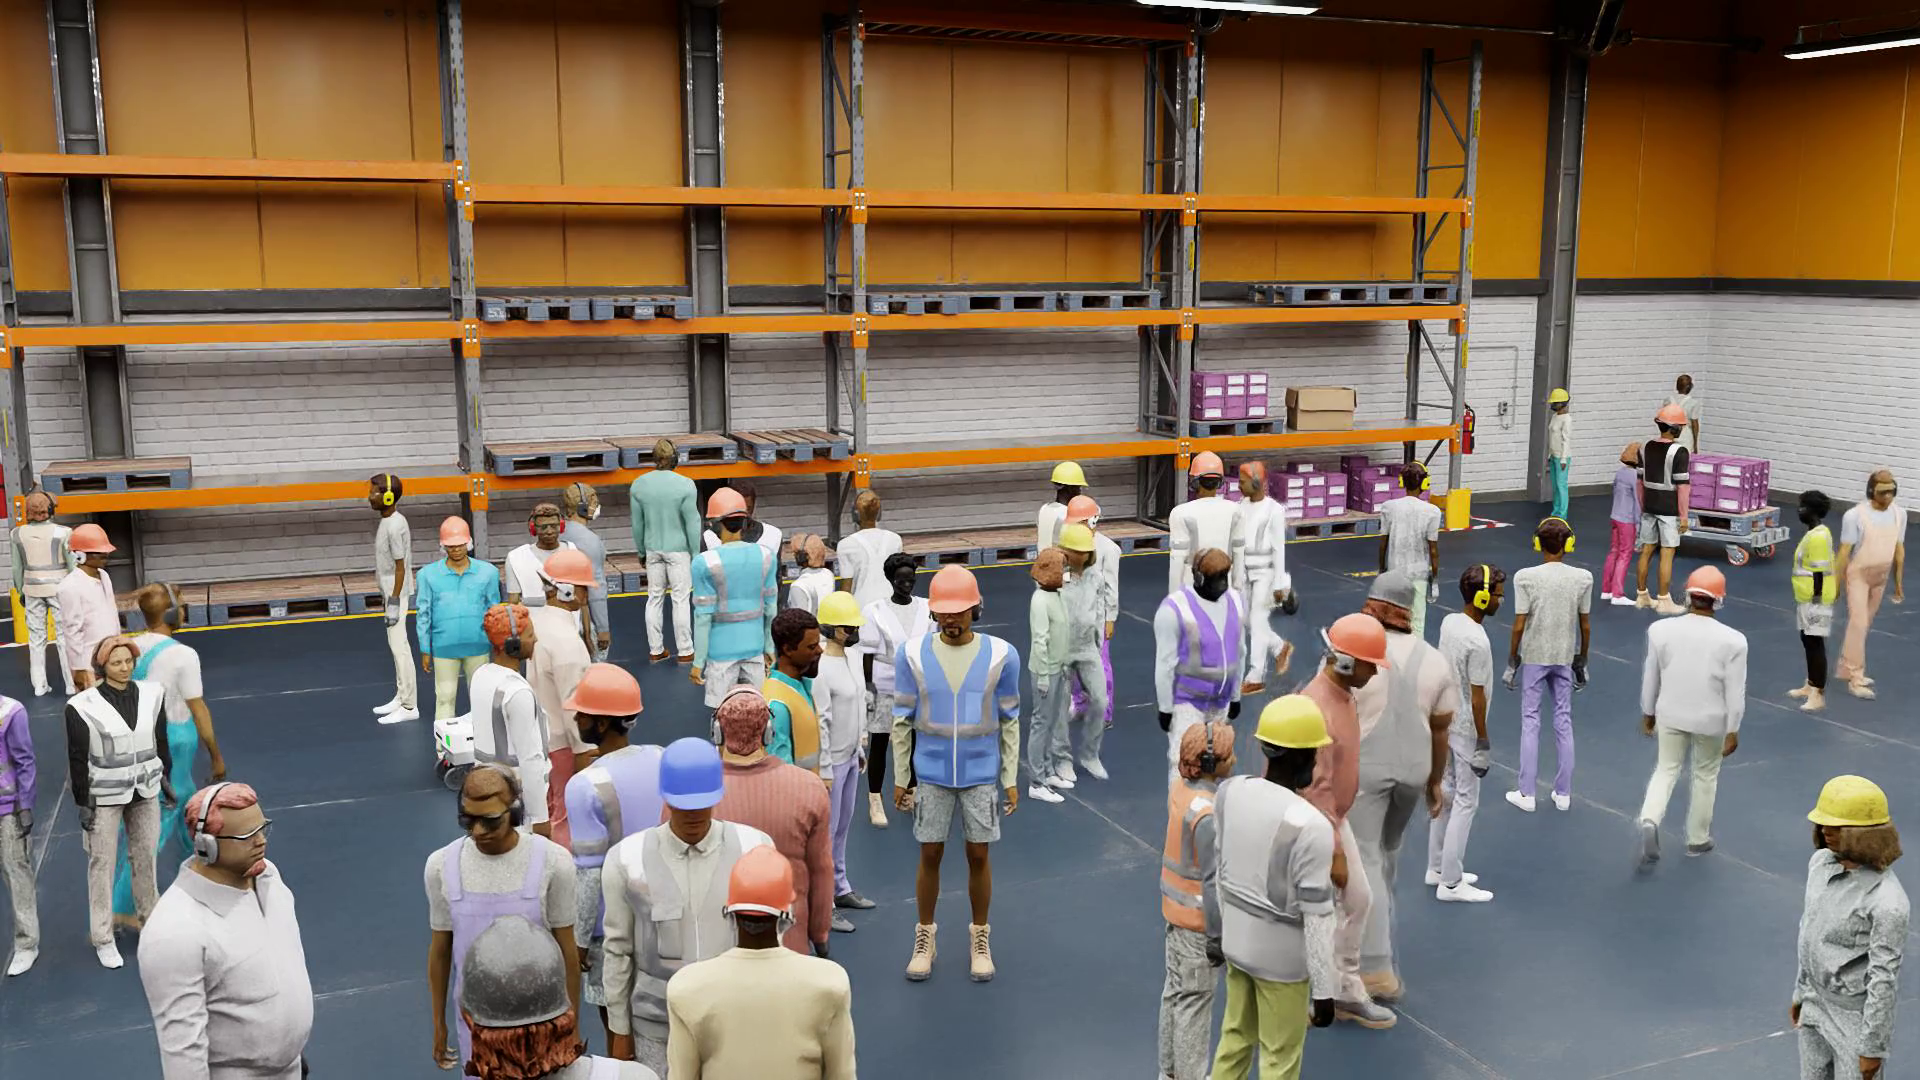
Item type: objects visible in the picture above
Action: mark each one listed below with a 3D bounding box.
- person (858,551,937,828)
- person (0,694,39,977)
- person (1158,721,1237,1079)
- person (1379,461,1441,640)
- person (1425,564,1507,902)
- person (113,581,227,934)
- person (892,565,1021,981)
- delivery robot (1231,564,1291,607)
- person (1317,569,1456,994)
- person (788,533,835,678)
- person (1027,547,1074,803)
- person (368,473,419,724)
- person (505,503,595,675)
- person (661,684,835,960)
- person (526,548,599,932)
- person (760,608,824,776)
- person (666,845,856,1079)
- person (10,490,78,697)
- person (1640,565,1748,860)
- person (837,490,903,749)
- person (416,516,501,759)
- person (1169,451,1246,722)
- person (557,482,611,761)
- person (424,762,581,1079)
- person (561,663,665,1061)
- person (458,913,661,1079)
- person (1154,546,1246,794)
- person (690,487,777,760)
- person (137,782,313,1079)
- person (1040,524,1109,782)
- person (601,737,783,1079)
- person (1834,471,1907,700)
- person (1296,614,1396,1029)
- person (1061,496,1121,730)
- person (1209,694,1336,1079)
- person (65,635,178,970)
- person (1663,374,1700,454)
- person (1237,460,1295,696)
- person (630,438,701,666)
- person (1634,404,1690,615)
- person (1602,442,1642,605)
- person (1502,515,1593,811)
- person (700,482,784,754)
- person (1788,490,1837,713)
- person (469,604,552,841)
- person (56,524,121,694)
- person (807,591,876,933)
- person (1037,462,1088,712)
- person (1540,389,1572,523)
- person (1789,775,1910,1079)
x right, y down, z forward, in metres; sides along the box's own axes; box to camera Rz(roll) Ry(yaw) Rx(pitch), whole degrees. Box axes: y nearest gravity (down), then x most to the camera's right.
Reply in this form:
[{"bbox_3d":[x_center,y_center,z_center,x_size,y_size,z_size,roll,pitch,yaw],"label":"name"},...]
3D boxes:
[{"bbox_3d":[-0.367,0.905,10.188,0.530,1.697,0.321,-5,11,-26],"label":"person"},{"bbox_3d":[-4.716,1.305,8.055,0.515,1.638,0.315,1,10,5],"label":"person"},{"bbox_3d":[0.967,1.532,6.746,0.310,1.638,0.523,-1,10,-7],"label":"person"},{"bbox_3d":[3.558,0.302,13.199,0.511,1.862,0.327,7,12,36],"label":"person"},{"bbox_3d":[2.733,1.039,8.980,0.335,1.856,0.527,-1,10,-6],"label":"person"},{"bbox_3d":[-4.176,1.112,8.714,0.534,1.803,0.980,5,11,25],"label":"person"},{"bbox_3d":[-0.019,1.119,7.962,0.615,2.040,0.391,0,10,2],"label":"person"},{"bbox_3d":[2.918,0.384,16.209,0.477,0.478,0.707,-3,10,-19],"label":"delivery robot"},{"bbox_3d":[2.031,1.108,8.032,0.740,2.000,0.896,-3,10,-18],"label":"person"},{"bbox_3d":[-0.989,0.763,11.168,0.314,1.642,0.515,4,11,21],"label":"person"},{"bbox_3d":[0.584,0.851,10.686,0.279,1.633,0.505,3,10,17],"label":"person"},{"bbox_3d":[-4.253,0.428,12.429,0.328,1.876,0.513,-4,11,-23],"label":"person"},{"bbox_3d":[-2.754,0.656,11.192,0.574,1.843,0.374,-6,11,-30],"label":"person"},{"bbox_3d":[-0.794,1.480,6.274,0.642,1.909,0.410,-2,10,-14],"label":"person"},{"bbox_3d":[-2.039,1.030,8.638,0.397,1.986,0.609,-5,11,-29],"label":"person"},{"bbox_3d":[-0.794,1.246,7.585,0.379,1.917,0.591,0,10,0],"label":"person"},{"bbox_3d":[-0.593,1.773,5.022,0.564,1.751,0.342,-1,10,-4],"label":"person"},{"bbox_3d":[-7.165,0.430,13.090,0.522,1.640,0.306,0,10,-3],"label":"person"},{"bbox_3d":[4.170,1.005,9.516,0.571,1.731,0.666,9,13,41],"label":"person"},{"bbox_3d":[-0.647,0.558,11.762,0.507,1.846,0.345,-6,12,-31],"label":"person"},{"bbox_3d":[-3.352,0.705,11.179,0.564,1.751,0.330,-4,11,-23],"label":"person"},{"bbox_3d":[1.804,0.359,12.337,0.614,2.042,0.373,-3,10,-18],"label":"person"},{"bbox_3d":[-2.601,0.558,11.491,0.372,1.940,0.631,-8,13,-39],"label":"person"},{"bbox_3d":[-1.542,1.627,5.645,0.515,1.835,0.359,0,10,-1],"label":"person"},{"bbox_3d":[-1.329,1.428,6.473,0.368,1.940,0.548,6,11,31],"label":"person"},{"bbox_3d":[-1.009,1.833,3.853,0.684,2.000,0.538,-7,12,-36],"label":"person"},{"bbox_3d":[1.418,0.927,9.720,0.630,1.830,0.472,-6,12,-33],"label":"person"},{"bbox_3d":[-1.439,0.684,10.474,0.615,2.039,0.391,-8,13,-40],"label":"person"},{"bbox_3d":[-2.211,1.672,5.164,0.409,1.907,0.651,1,10,4],"label":"person"},{"bbox_3d":[0.768,0.756,10.951,0.498,1.730,0.455,-3,10,-19],"label":"person"},{"bbox_3d":[-0.883,1.587,5.567,0.607,1.940,0.416,-2,10,-13],"label":"person"},{"bbox_3d":[7.198,0.335,13.215,0.524,1.809,0.671,-2,10,-10],"label":"person"},{"bbox_3d":[1.666,1.270,7.364,0.764,1.941,0.630,5,11,27],"label":"person"},{"bbox_3d":[0.917,0.532,12.222,0.355,1.736,0.577,-9,13,-42],"label":"person"},{"bbox_3d":[1.162,1.504,6.105,0.400,1.919,0.591,-6,11,-30],"label":"person"},{"bbox_3d":[-4.142,1.271,8.242,0.313,1.642,0.513,7,12,33],"label":"person"},{"bbox_3d":[9.785,-1.328,22.625,0.342,1.845,0.506,-8,13,-39],"label":"person"},{"bbox_3d":[2.431,0.285,13.265,0.673,1.876,0.608,-6,11,-30],"label":"person"},{"bbox_3d":[-2.472,0.106,14.093,0.627,1.941,0.370,3,10,18],"label":"person"},{"bbox_3d":[6.829,-0.298,16.124,0.378,2.044,0.607,-4,11,-23],"label":"person"},{"bbox_3d":[6.654,-0.169,16.613,0.321,1.623,0.512,-1,10,-4],"label":"person"},{"bbox_3d":[3.680,0.777,10.442,0.537,1.865,0.312,0,10,-1],"label":"person"},{"bbox_3d":[-1.526,0.536,11.683,0.596,1.915,0.373,-3,10,-19],"label":"person"},{"bbox_3d":[6.556,0.472,12.779,0.323,1.668,0.665,5,11,25],"label":"person"},{"bbox_3d":[-2.084,1.225,7.811,0.355,1.883,0.574,-8,13,-39],"label":"person"},{"bbox_3d":[-5.639,0.757,10.879,0.342,1.749,0.573,-1,10,-5],"label":"person"},{"bbox_3d":[-0.626,1.135,8.666,0.308,1.769,0.525,3,10,17],"label":"person"},{"bbox_3d":[0.790,0.355,12.729,0.395,1.918,0.589,-4,11,-21],"label":"person"},{"bbox_3d":[7.681,-1.067,21.383,0.338,1.761,0.524,0,10,0],"label":"person"},{"bbox_3d":[3.052,1.652,5.783,0.331,1.734,0.482,0,10,-2],"label":"person"}]
